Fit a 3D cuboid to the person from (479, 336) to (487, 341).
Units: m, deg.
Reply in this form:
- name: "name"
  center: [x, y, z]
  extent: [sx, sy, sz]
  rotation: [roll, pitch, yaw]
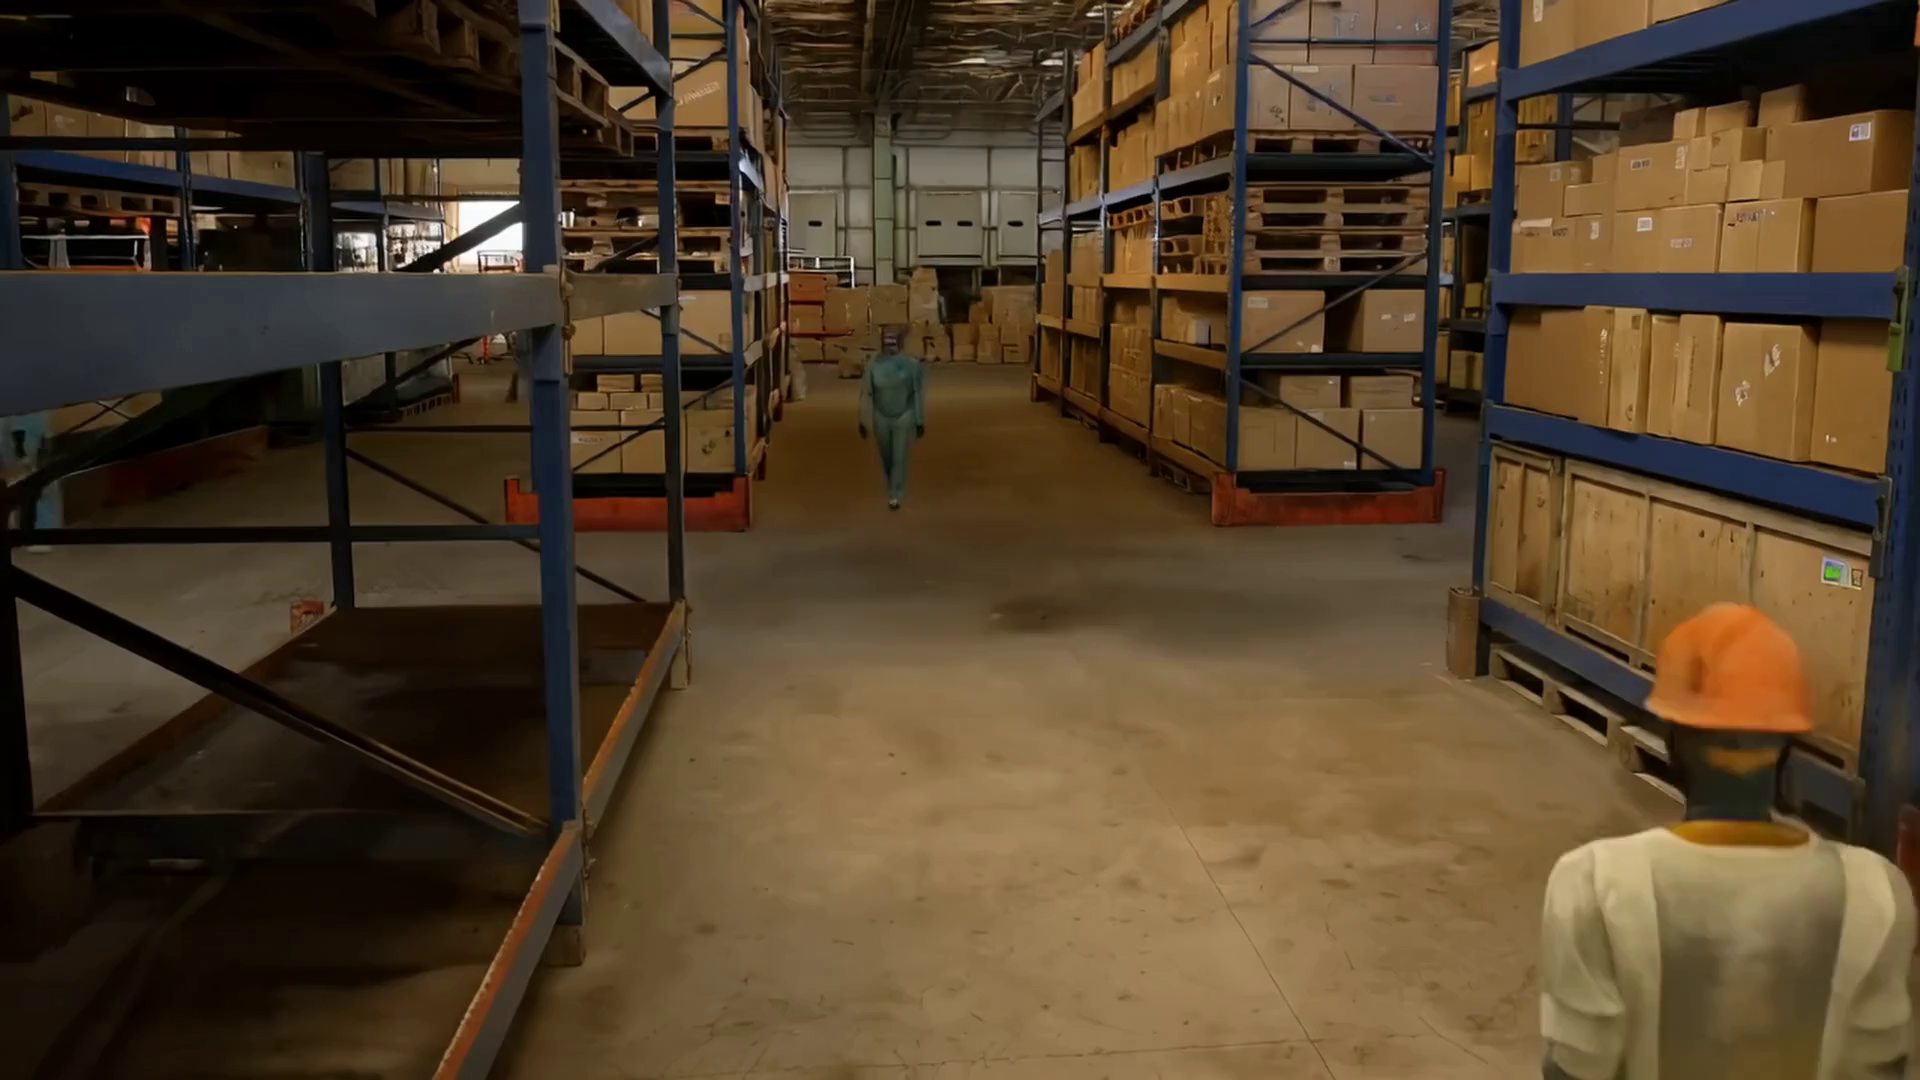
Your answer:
- name: "person"
  center: [-17.489, -8.092, 60.721]
  extent: [0.610, 1.672, 0.360]
  rotation: [3, 9, 16]

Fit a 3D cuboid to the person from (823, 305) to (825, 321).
- name: "person"
  center: [-4.052, -6.271, 48.574]
  extent: [0.625, 1.901, 0.609]
  rotation: [0, 9, 0]

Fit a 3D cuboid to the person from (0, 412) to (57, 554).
- name: "person"
  center: [-8.139, -0.699, 14.301]
  extent: [0.470, 1.668, 0.568]
  rotation: [-5, 10, -26]

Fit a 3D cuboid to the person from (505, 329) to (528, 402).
- name: "person"
  center: [-8.229, -3.419, 31.460]
  extent: [0.872, 1.647, 0.535]
  rotation: [6, 11, 32]

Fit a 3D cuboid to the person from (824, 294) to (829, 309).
- name: "person"
  center: [-3.944, -6.536, 50.407]
  extent: [0.331, 1.844, 0.520]
  rotation: [2, 9, 13]

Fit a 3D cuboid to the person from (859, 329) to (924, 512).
- name: "person"
  center: [-0.702, -1.262, 17.282]
  extent: [0.661, 1.867, 0.970]
  rotation: [1, 9, 9]

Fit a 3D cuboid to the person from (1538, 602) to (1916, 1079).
- name: "person"
  center: [1.173, 1.058, 2.562]
  extent: [0.555, 1.911, 0.897]
  rotation: [1, 9, 8]

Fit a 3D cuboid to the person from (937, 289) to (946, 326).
- name: "person"
  center: [-0.796, -7.995, 59.393]
  extent: [0.638, 1.910, 0.896]
  rotation: [4, 10, 25]

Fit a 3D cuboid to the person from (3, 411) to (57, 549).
- name: "person"
  center: [-8.246, -0.855, 14.518]
  extent: [0.440, 1.924, 0.637]
  rotation: [-6, 11, -34]
